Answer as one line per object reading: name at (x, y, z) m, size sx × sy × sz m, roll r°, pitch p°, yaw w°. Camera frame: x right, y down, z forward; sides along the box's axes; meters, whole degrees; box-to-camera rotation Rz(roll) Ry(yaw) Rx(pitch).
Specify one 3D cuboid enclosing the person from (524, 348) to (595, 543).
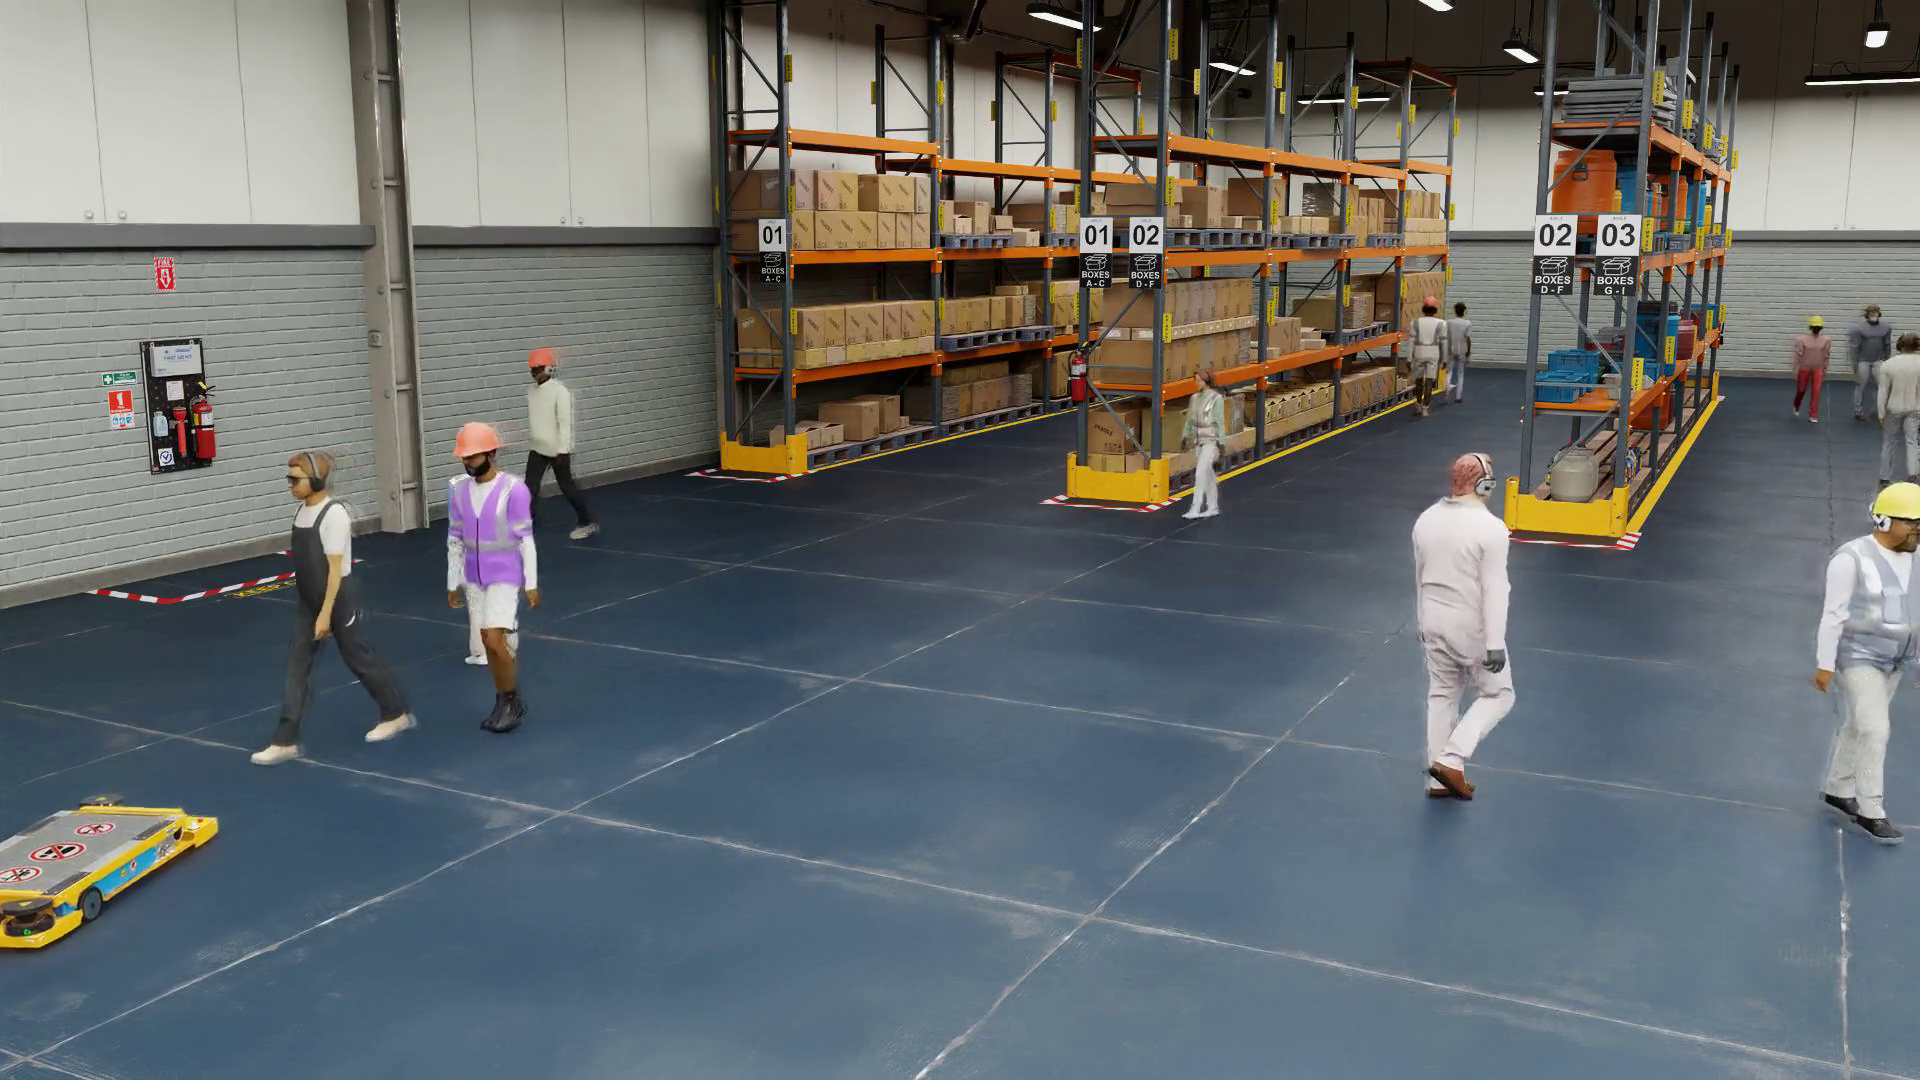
person at (-4.027, -0.924, 16.393) m, size 0.626 × 1.950 × 1.004 m, roll 7°, pitch 13°, yaw 34°

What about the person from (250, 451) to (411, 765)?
person at (-3.708, 0.369, 9.740) m, size 0.511 × 1.806 × 0.959 m, roll 7°, pitch 13°, yaw 34°

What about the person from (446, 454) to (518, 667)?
person at (-3.349, 0.080, 11.750) m, size 0.548 × 1.636 × 0.312 m, roll -8°, pitch 13°, yaw -36°

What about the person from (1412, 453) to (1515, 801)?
person at (2.701, 0.476, 8.888) m, size 0.428 × 1.890 × 0.681 m, roll -5°, pitch 12°, yaw -26°

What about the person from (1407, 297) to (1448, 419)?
person at (7.850, -3.060, 27.895) m, size 0.633 × 1.990 × 1.014 m, roll 4°, pitch 11°, yaw 21°

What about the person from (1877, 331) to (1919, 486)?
person at (11.239, -1.523, 19.786) m, size 0.624 × 1.908 × 0.974 m, roll 4°, pitch 11°, yaw 20°

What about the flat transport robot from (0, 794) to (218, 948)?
flat transport robot at (-4.133, 1.505, 7.709) m, size 0.652 × 0.197 × 1.431 m, roll 1°, pitch 10°, yaw 5°

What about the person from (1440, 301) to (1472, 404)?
person at (8.921, -3.362, 29.935) m, size 0.551 × 1.854 × 0.556 m, roll 5°, pitch 12°, yaw 27°

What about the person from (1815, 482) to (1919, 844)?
person at (4.702, 0.609, 8.403) m, size 0.620 × 1.800 × 0.745 m, roll -4°, pitch 11°, yaw -20°

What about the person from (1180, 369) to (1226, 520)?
person at (2.532, -1.017, 17.778) m, size 0.711 × 1.609 × 0.551 m, roll -5°, pitch 12°, yaw -27°

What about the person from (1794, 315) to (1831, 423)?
person at (13.931, -2.810, 27.229) m, size 0.530 × 1.750 × 0.667 m, roll 3°, pitch 11°, yaw 15°

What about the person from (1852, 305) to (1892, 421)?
person at (14.831, -2.862, 27.076) m, size 0.650 × 1.906 × 0.631 m, roll 1°, pitch 10°, yaw 7°

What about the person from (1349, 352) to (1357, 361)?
person at (7.677, -3.947, 32.945) m, size 0.591 × 1.919 × 0.390 m, roll 4°, pitch 11°, yaw 22°

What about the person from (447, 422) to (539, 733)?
person at (-2.877, 0.239, 10.109) m, size 0.583 × 1.916 × 0.518 m, roll 4°, pitch 11°, yaw 23°
